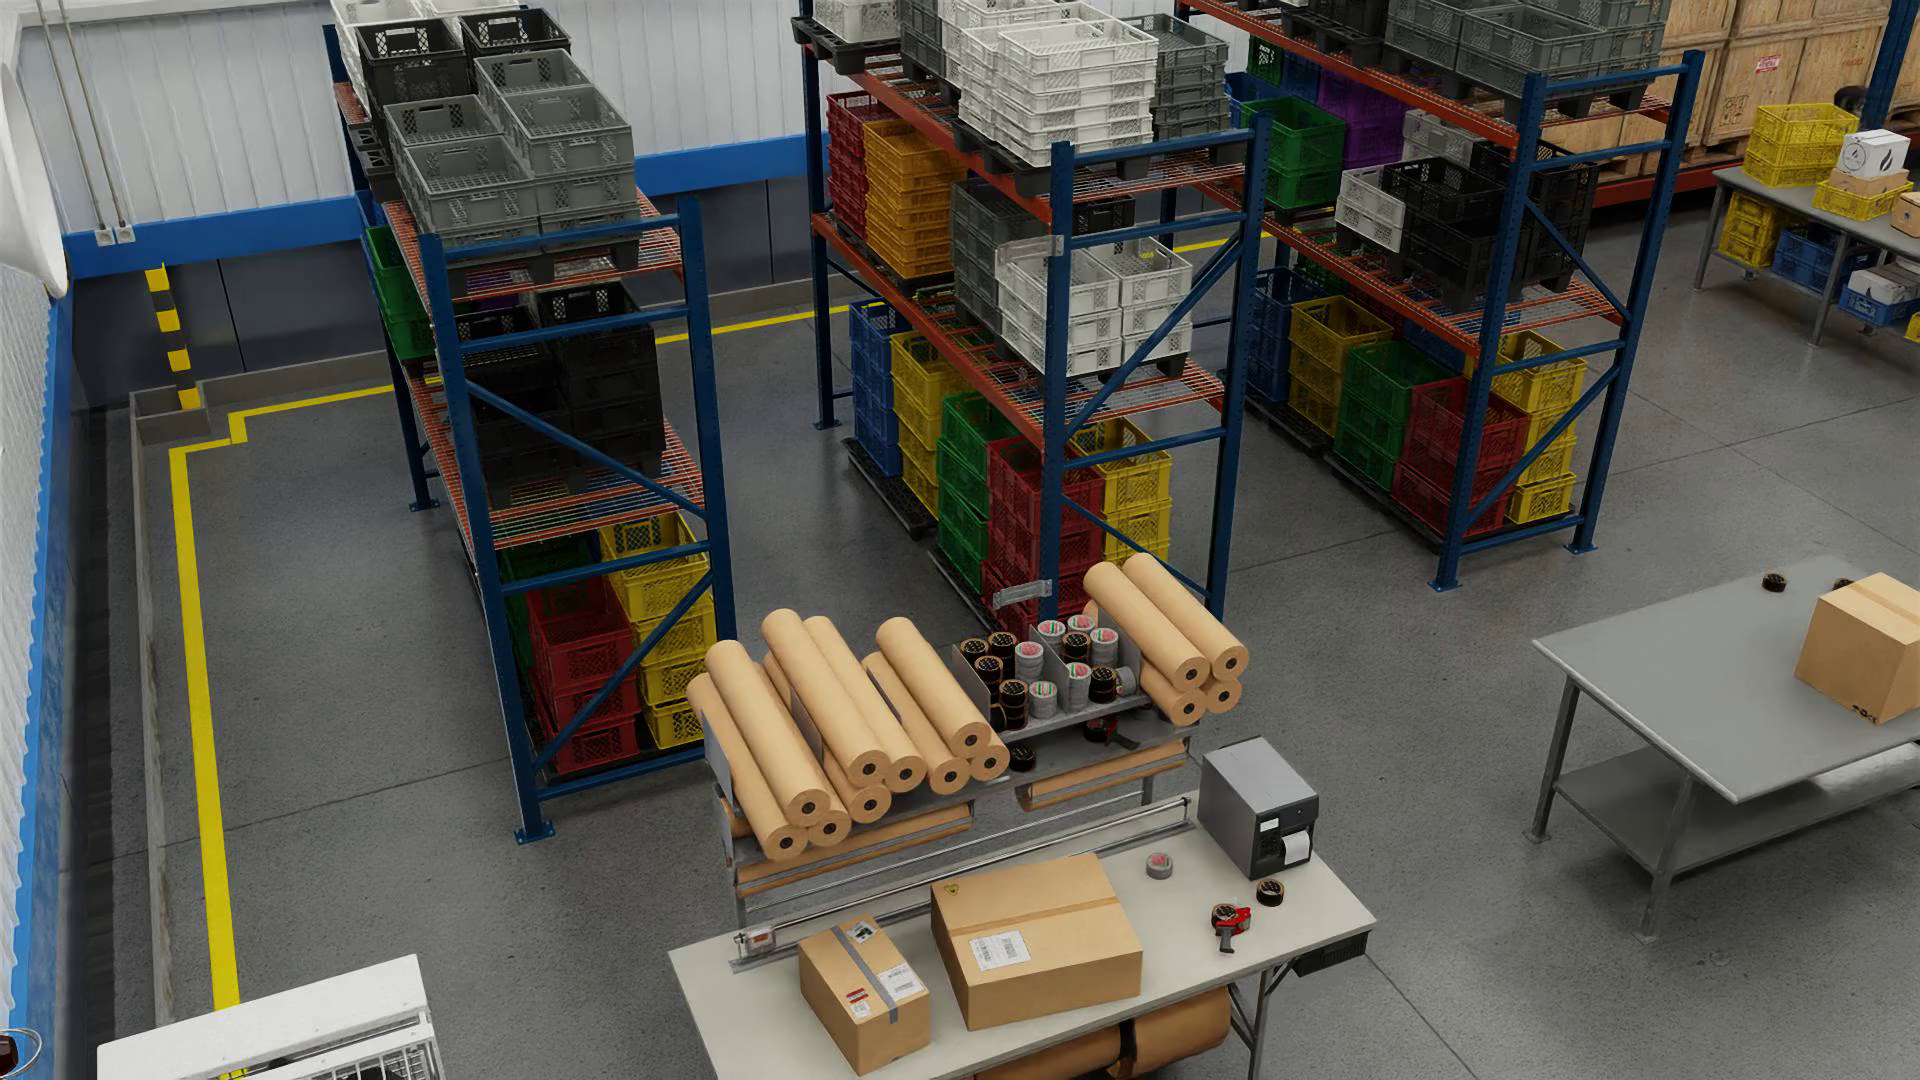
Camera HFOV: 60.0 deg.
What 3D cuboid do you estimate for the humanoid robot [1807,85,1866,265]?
[{"bbox_3d":[6.911,-2.832,13.262,0.656,1.630,0.651,20,37,29],"label":"humanoid robot"}]
